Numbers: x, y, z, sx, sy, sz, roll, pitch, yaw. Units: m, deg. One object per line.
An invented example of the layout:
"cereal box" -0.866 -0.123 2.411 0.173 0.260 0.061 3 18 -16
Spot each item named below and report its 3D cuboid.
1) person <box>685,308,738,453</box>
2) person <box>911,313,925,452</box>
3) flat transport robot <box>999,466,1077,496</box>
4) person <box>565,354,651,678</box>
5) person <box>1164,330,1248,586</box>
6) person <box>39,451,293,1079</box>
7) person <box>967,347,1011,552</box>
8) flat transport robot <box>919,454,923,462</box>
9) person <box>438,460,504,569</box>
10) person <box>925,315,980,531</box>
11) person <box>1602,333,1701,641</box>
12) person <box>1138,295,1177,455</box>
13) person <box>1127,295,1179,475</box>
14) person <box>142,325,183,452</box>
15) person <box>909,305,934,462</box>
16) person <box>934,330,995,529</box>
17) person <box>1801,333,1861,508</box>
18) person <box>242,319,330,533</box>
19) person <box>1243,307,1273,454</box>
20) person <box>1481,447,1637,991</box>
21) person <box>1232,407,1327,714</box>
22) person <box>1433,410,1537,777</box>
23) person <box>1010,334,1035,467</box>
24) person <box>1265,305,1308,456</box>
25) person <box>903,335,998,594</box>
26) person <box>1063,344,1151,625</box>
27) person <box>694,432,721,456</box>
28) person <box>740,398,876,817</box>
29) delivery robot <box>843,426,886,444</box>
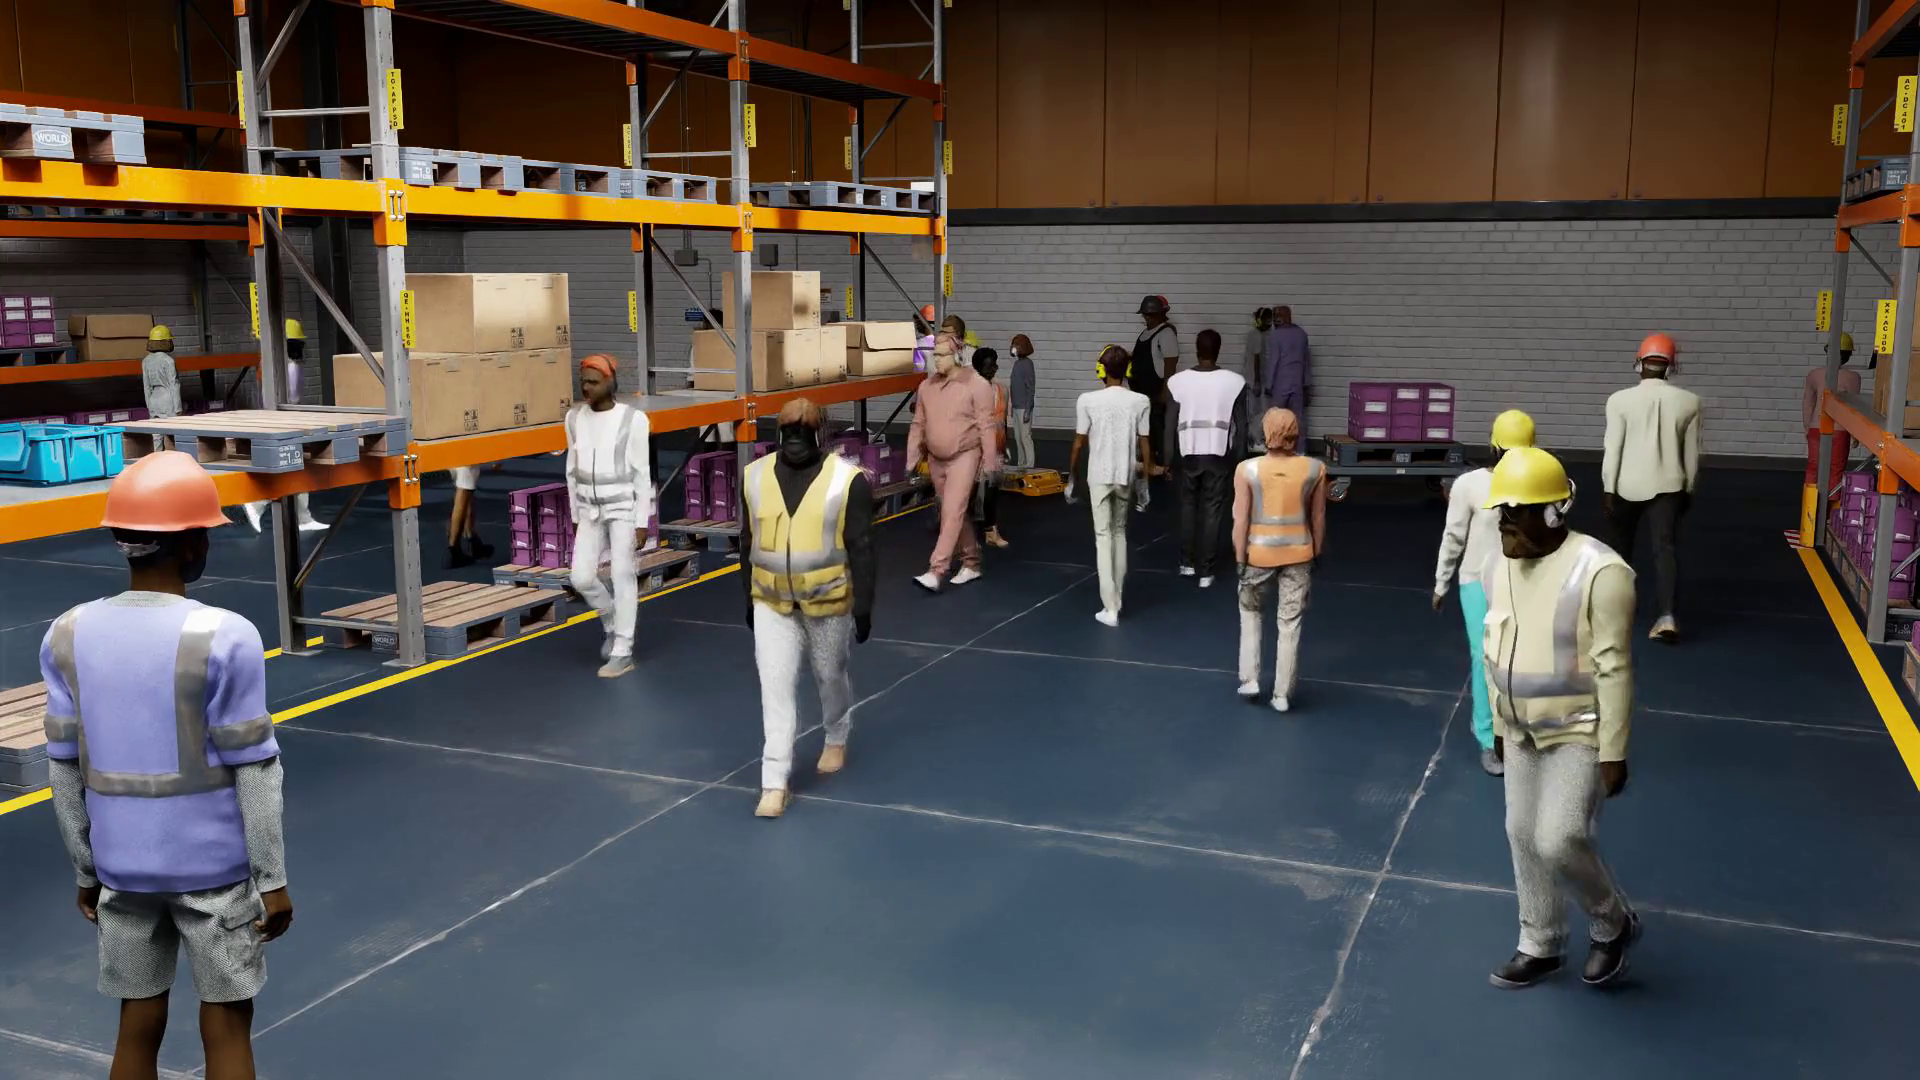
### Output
"person" -2.358 -1.291 16.294 0.641 1.963 0.364 4 10 23
"person" -0.380 -1.897 20.376 0.550 1.829 0.654 -6 11 -31
"flat transport robot" 0.466 -0.647 17.513 1.431 0.197 0.652 8 12 39
"person" -2.021 -0.142 9.630 0.594 1.871 0.444 3 10 20
"person" 1.855 -0.628 12.512 0.609 1.884 0.783 2 10 15
"person" -1.859 0.753 3.989 0.551 1.935 0.375 1 9 8
"person" 0.208 -0.756 13.863 0.535 1.697 0.318 -8 12 -39
"flat transport robot" -0.463 -0.833 18.640 0.652 0.197 1.431 -7 12 -37
"person" -3.859 -0.751 13.180 0.560 1.904 0.794 4 10 23
"person" -0.038 -1.026 14.769 0.634 1.936 0.351 6 11 30
"person" 4.441 -0.349 10.677 0.616 1.946 1.033 1 9 8
"person" 2.495 -2.071 20.932 0.375 1.995 0.611 7 12 36
"person" 2.160 -1.759 18.903 0.536 2.000 0.688 -3 10 -20
"person" -8.384 -1.390 17.563 0.484 1.744 0.296 4 10 25
"person" -0.329 -1.583 18.145 0.545 1.938 0.362 -8 12 -39
"person" 0.040 -0.960 14.789 0.594 1.803 0.676 5 10 26
"person" 7.902 -0.990 15.069 0.313 1.767 0.534 -5 11 -29
"person" -5.971 -0.983 14.631 0.706 1.908 0.591 -7 12 -38
"person" 3.776 -1.988 20.877 0.536 1.845 0.650 -1 9 -3
"person" 1.887 0.597 5.349 0.512 1.804 0.604 -4 10 -25
"person" 1.700 0.100 8.915 0.521 1.620 0.573 0 9 3
"person" 2.574 0.197 8.038 0.547 1.709 0.871 0 9 2
"person" 0.664 -1.411 18.019 0.274 1.633 0.508 -3 10 -16
"person" 4.000 -1.935 20.463 0.701 1.890 0.398 -7 12 -36
"person" -0.132 -0.547 12.080 0.679 1.855 0.971 8 12 39
"person" 0.974 -0.380 11.155 0.535 1.846 0.747 -2 10 -12
"person" -2.680 -1.484 17.923 0.470 1.814 0.565 -3 10 -16
"person" -0.680 0.257 7.450 0.644 1.796 0.973 1 9 9
"delivery robot" -1.192 -1.152 19.429 0.477 0.478 0.707 -8 12 -41
